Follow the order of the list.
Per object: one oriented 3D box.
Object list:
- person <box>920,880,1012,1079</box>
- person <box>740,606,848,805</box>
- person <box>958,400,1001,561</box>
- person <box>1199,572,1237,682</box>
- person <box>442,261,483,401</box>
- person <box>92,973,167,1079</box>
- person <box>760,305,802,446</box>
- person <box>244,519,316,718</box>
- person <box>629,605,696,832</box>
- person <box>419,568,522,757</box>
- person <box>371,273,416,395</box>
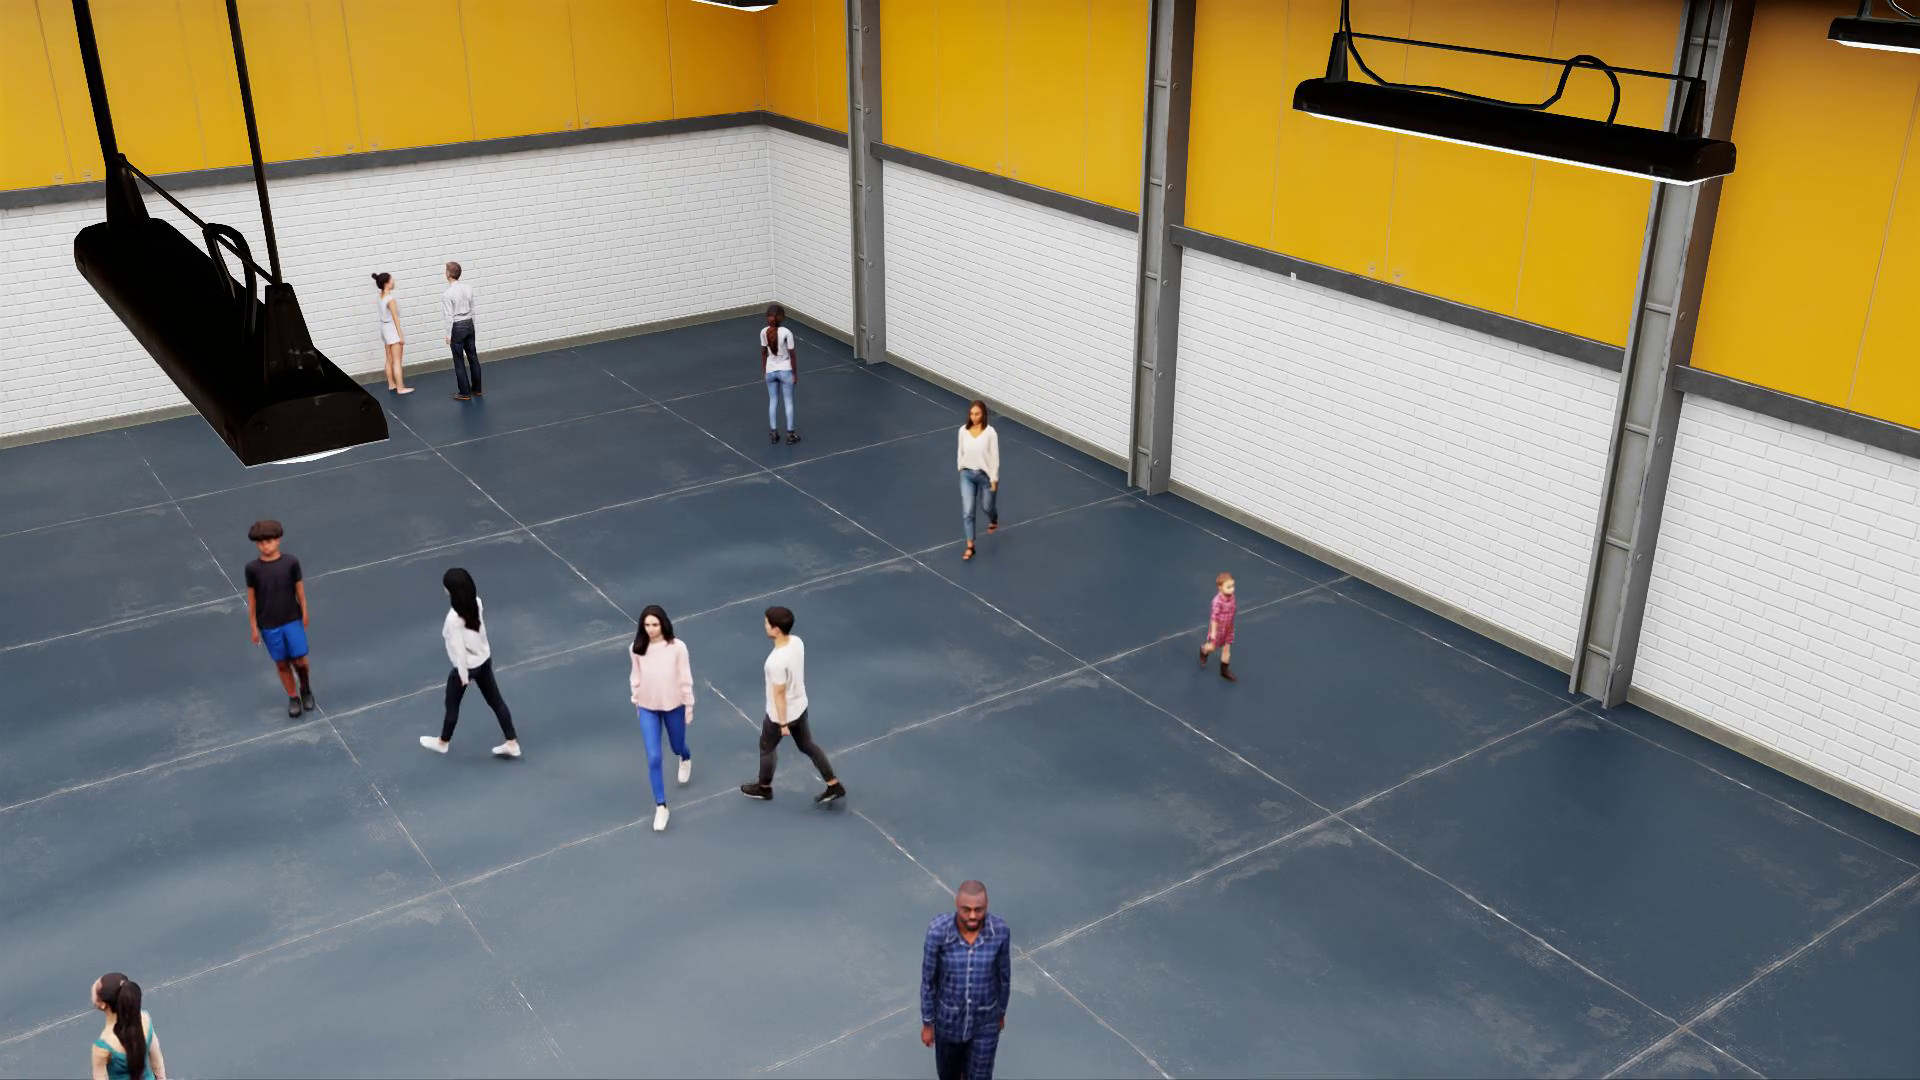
[{"bbox_3d":[0.029,2.660,9.401,1.016,1.797,1.160,-1,24,-3],"label":"person"},{"bbox_3d":[-1.241,1.287,12.677,1.182,1.689,0.997,10,25,21],"label":"person"},{"bbox_3d":[0.225,-0.663,17.175,1.027,1.659,1.007,9,25,20],"label":"person"},{"bbox_3d":[2.308,0.737,14.778,0.426,1.014,0.658,-16,28,-33],"label":"person"},{"bbox_3d":[-6.526,-2.751,21.749,0.707,1.820,0.727,14,27,29],"label":"person"},{"bbox_3d":[-4.266,3.024,8.741,1.036,1.658,0.956,5,24,11],"label":"person"},{"bbox_3d":[-2.191,-2.012,20.182,0.647,1.721,0.729,7,25,16],"label":"person"},{"bbox_3d":[-5.740,0.638,14.040,0.682,1.786,0.690,-7,25,-16],"label":"person"},{"bbox_3d":[-2.238,1.267,12.655,1.057,1.742,1.187,1,24,2],"label":"person"},{"bbox_3d":[-3.830,1.021,13.318,1.128,1.661,1.013,7,25,16],"label":"person"},{"bbox_3d":[-7.529,-2.750,22.005,0.496,1.615,0.660,22,32,40],"label":"person"}]
